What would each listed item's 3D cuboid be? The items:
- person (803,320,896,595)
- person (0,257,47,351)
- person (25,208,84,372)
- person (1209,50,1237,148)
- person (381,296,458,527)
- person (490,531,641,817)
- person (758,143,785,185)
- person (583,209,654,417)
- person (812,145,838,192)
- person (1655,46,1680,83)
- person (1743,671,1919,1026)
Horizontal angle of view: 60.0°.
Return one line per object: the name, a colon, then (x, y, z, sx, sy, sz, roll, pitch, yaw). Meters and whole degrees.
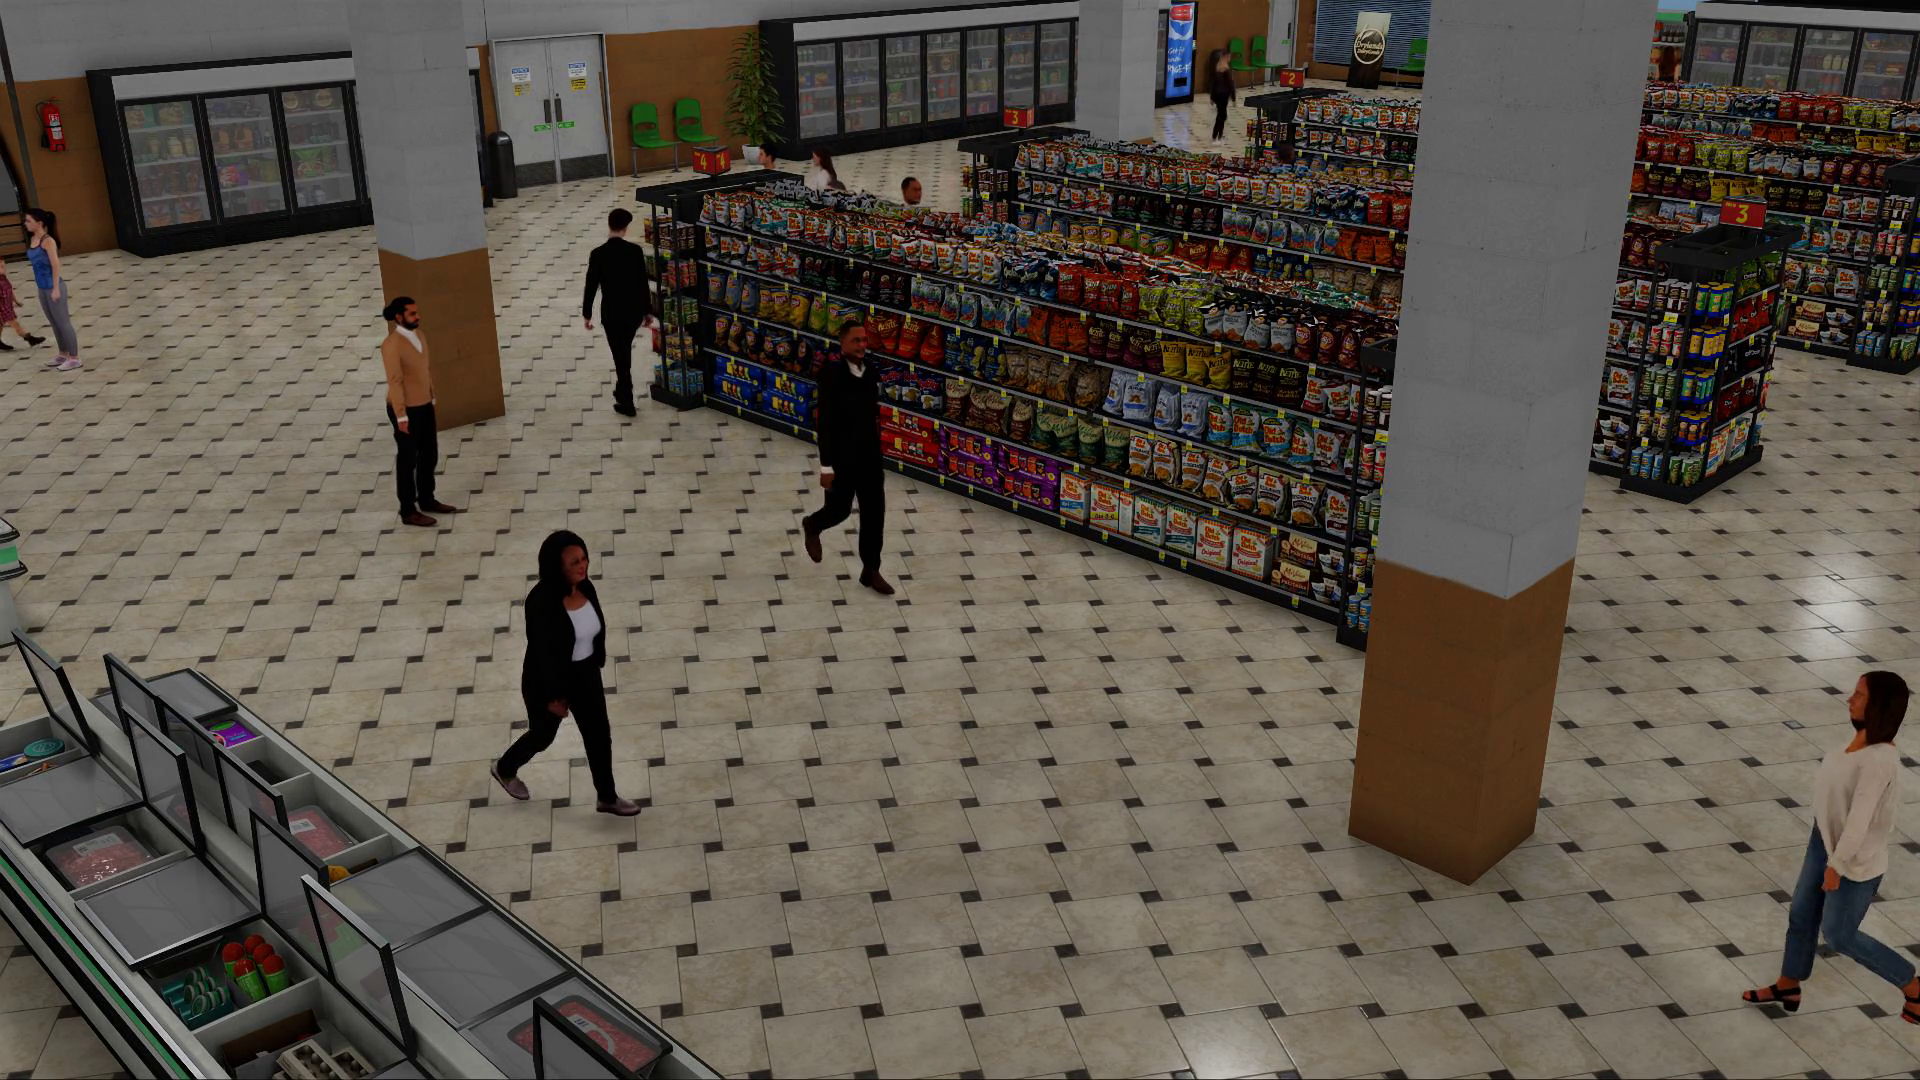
person: (-0.804, -0.586, 11.447, 0.758, 1.885, 1.152, -18, 28, -38)
person: (-9.980, -2.439, 17.253, 0.687, 0.996, 0.718, -6, 23, -15)
person: (-9.070, -2.510, 16.607, 0.480, 1.610, 0.625, 19, 29, 39)
person: (4.664, -7.963, 30.074, 0.787, 1.687, 0.731, -11, 24, -26)
person: (-4.169, -0.989, 12.631, 0.764, 1.750, 0.755, 5, 22, 13)
person: (-2.131, 0.718, 8.612, 1.172, 1.579, 0.869, 10, 24, 23)
person: (-2.160, -3.720, 19.377, 0.791, 1.789, 0.674, -7, 23, -16)
person: (-3.033, -2.029, 15.087, 0.885, 1.850, 0.972, -14, 26, -31)
person: (-1.496, -3.840, 19.855, 1.084, 1.655, 0.926, 6, 23, 13)
person: (12.976, -8.224, 30.669, 0.502, 1.726, 0.666, 14, 26, 32)
person: (3.802, 1.340, 6.953, 1.054, 1.663, 0.872, 7, 23, 18)
